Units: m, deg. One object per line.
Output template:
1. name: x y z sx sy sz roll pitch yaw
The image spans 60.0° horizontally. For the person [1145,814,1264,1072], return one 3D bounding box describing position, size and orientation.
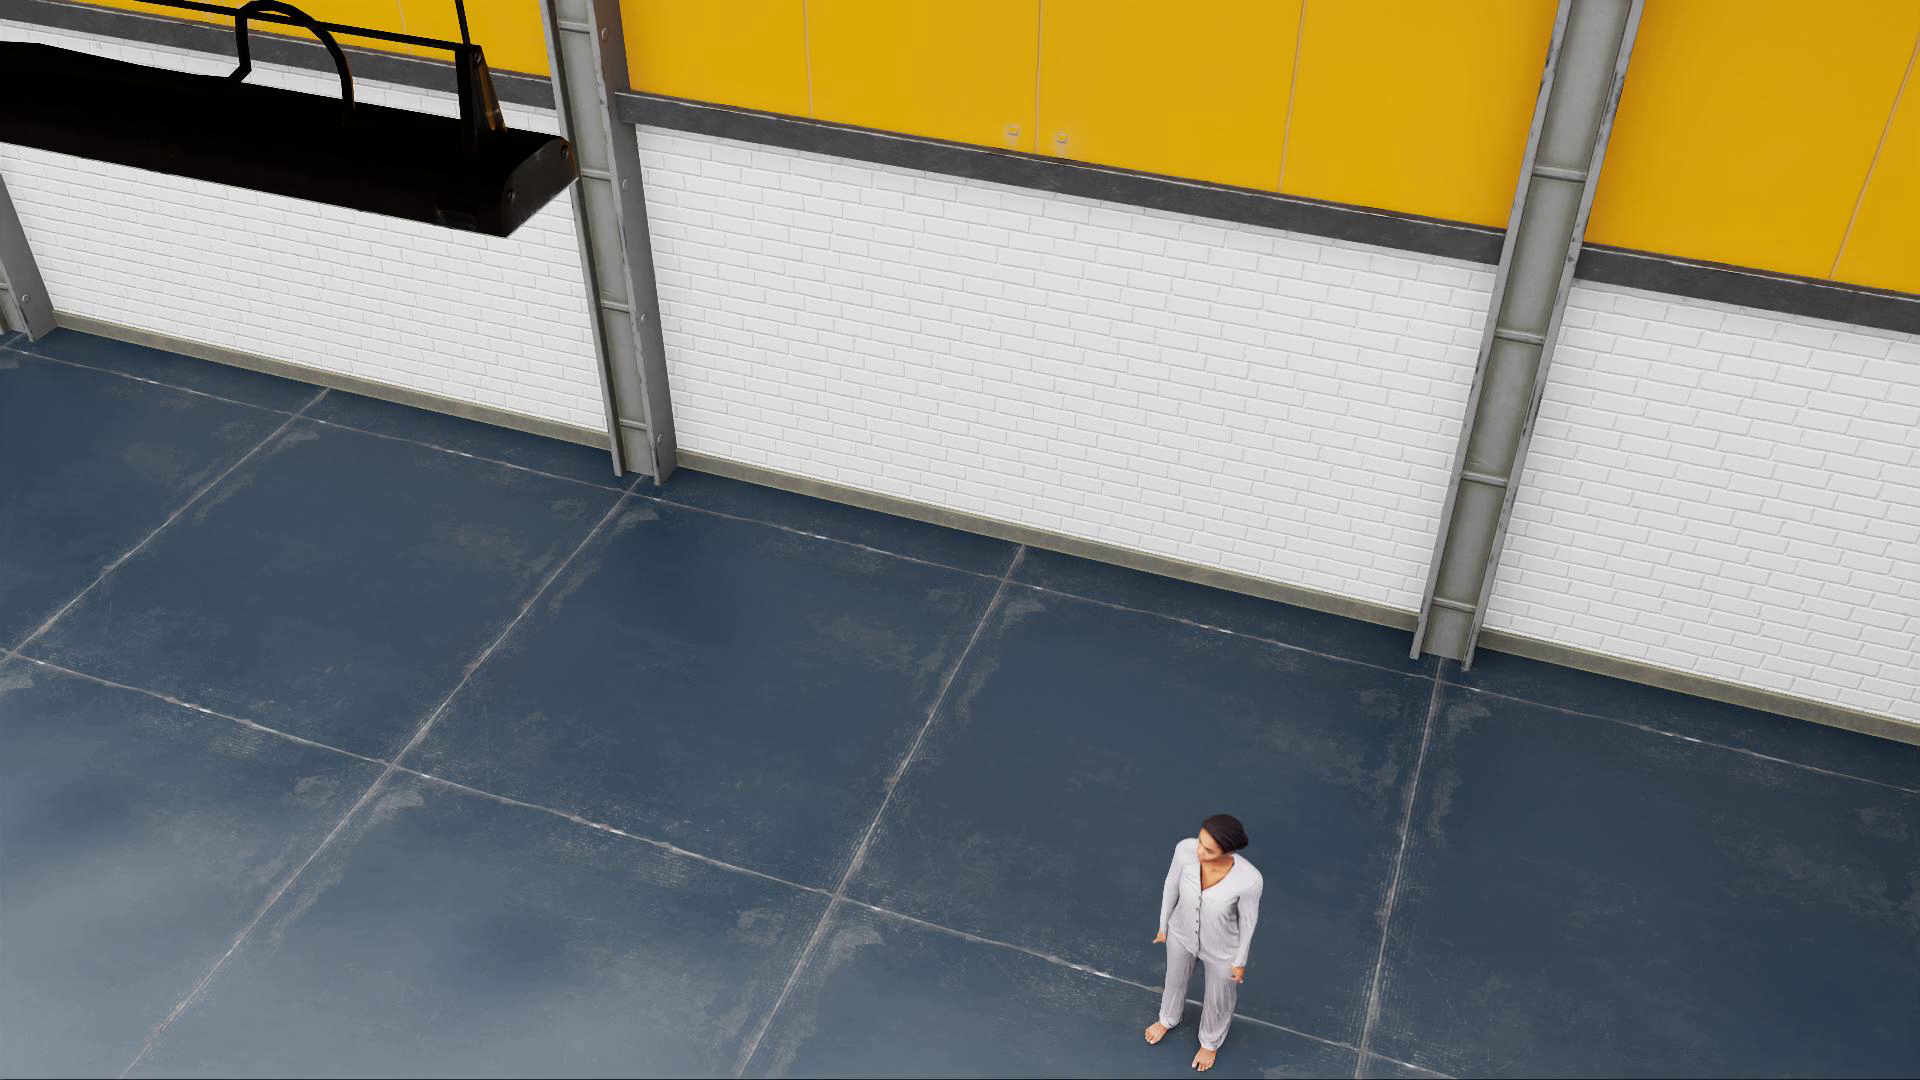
1. person: 1.224 1.952 8.235 0.549 1.736 0.746 22 44 25
